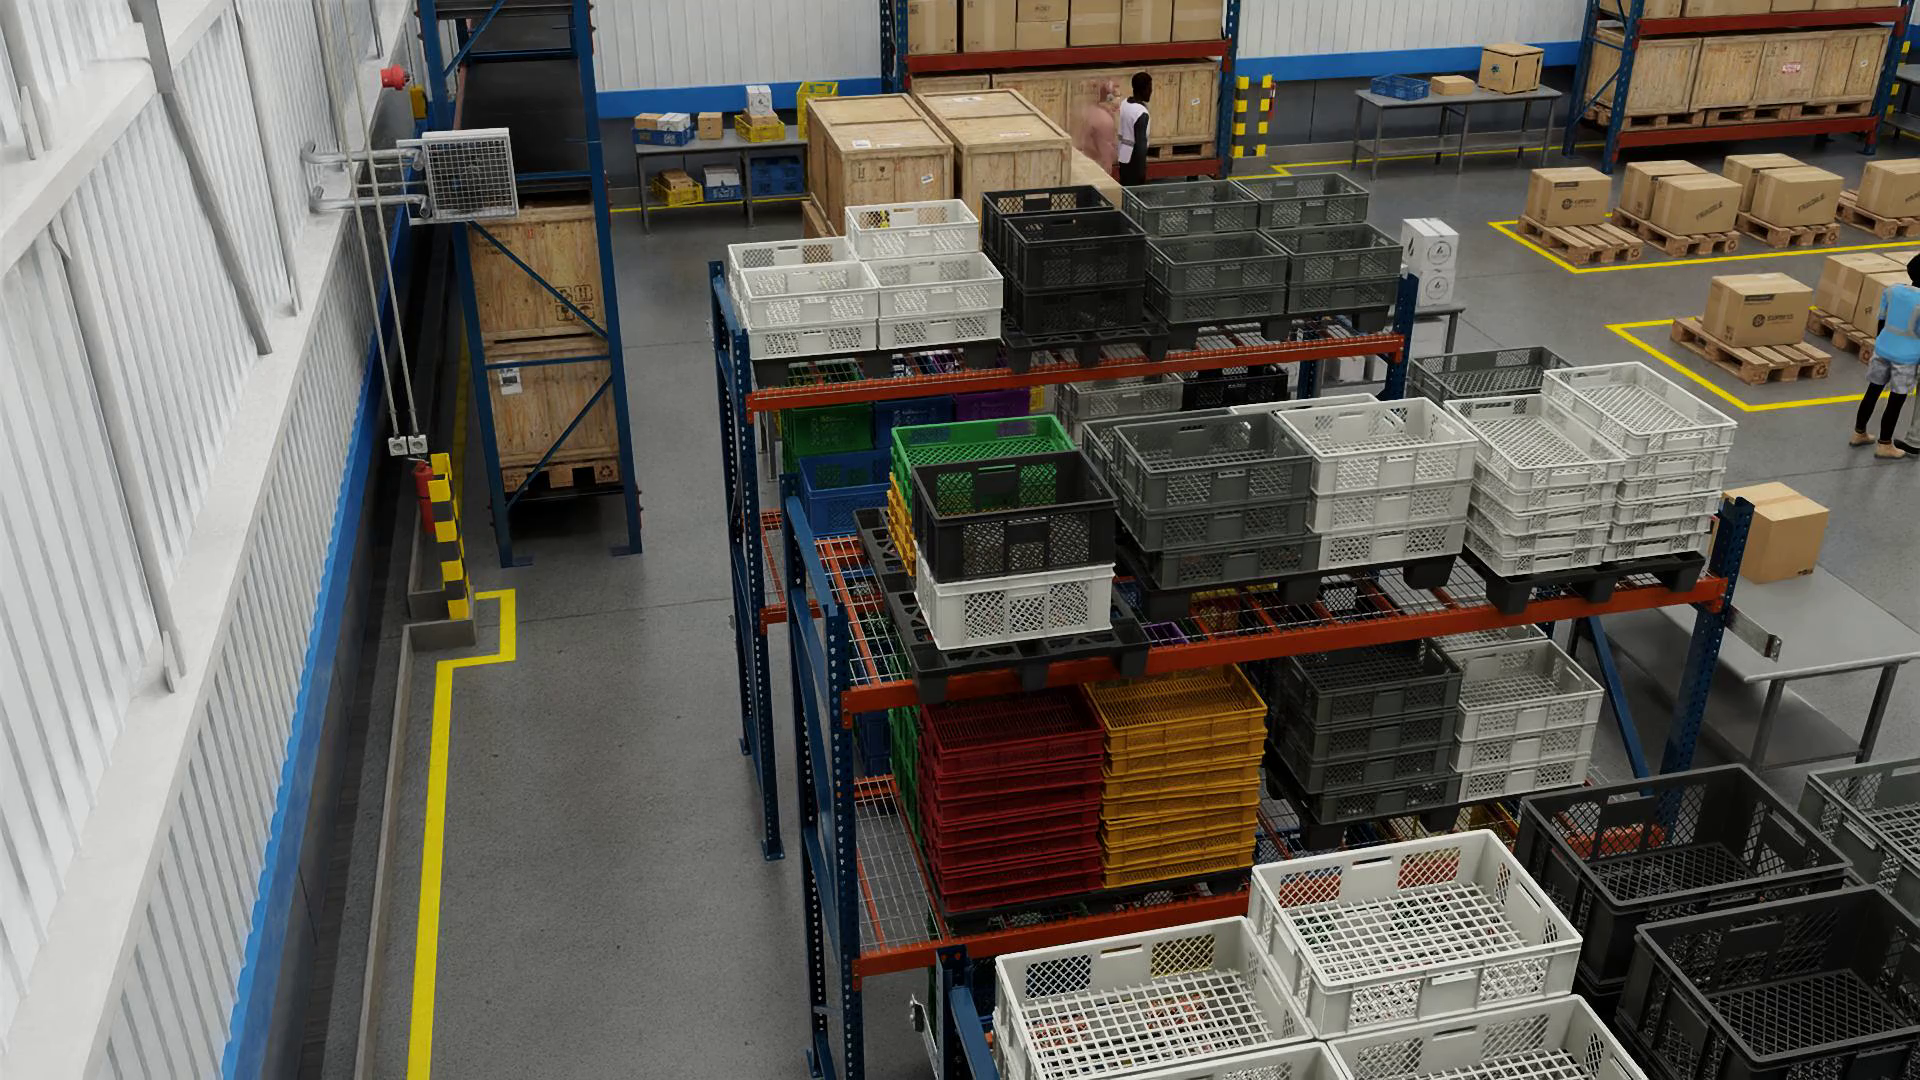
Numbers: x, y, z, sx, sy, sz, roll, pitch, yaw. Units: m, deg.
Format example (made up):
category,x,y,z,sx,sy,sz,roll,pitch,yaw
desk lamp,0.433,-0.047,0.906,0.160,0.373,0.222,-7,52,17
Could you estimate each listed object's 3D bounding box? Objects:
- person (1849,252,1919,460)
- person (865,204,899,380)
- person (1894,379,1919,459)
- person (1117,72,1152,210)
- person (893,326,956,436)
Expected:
category,x,y,z,sx,sy,sz,roll,pitch,yaw
person,7.523,-1.483,13.307,0.316,1.700,0.540,-9,29,-16
person,-0.636,-1.900,13.926,0.314,1.864,0.537,-8,29,-15
person,7.878,-1.534,13.265,0.601,1.830,0.403,-4,28,-7
person,1.868,-4.118,18.090,0.389,1.911,0.591,-8,29,-14
person,-0.270,-0.939,12.082,0.584,1.882,0.347,-23,36,-37
